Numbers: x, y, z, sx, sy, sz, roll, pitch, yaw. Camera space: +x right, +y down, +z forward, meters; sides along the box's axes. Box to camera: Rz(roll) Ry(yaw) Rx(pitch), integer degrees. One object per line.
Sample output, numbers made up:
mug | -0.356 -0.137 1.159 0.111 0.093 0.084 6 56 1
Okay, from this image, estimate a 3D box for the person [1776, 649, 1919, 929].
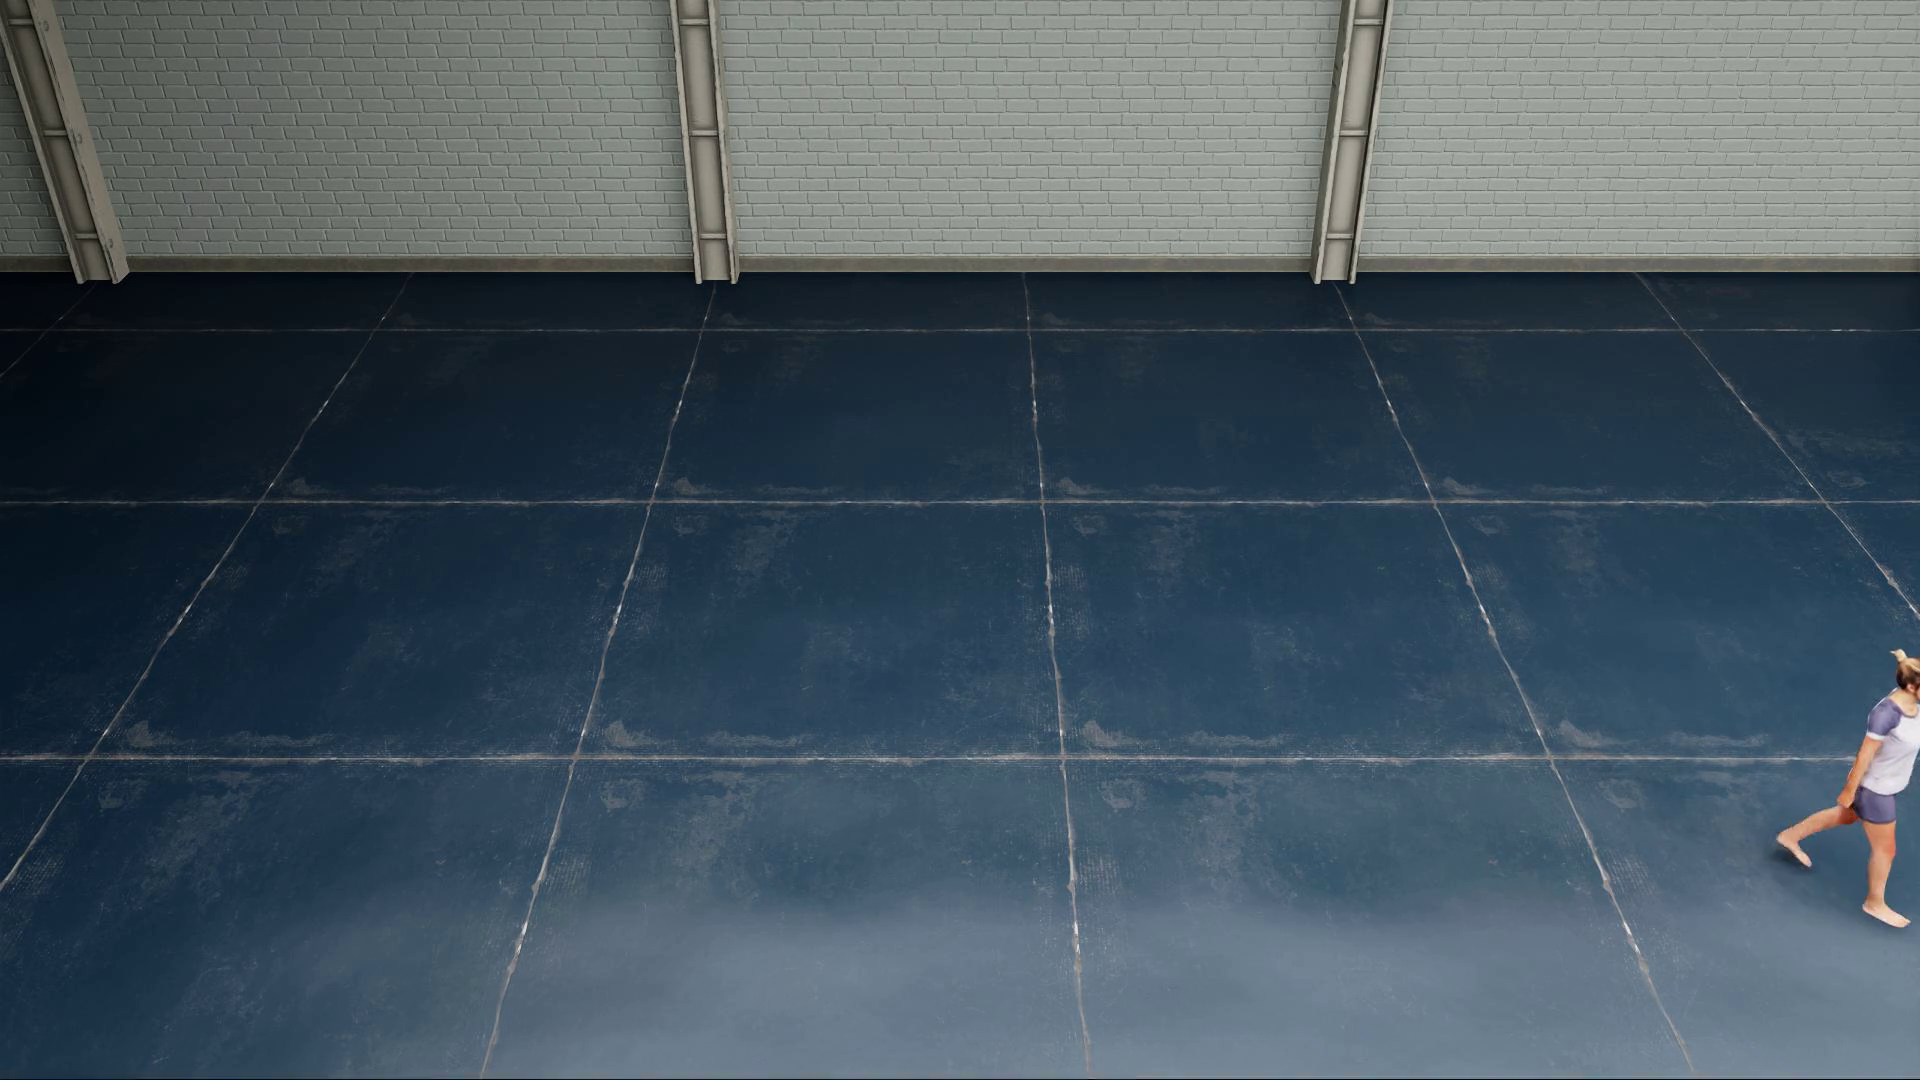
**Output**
person | 4.830 1.259 8.897 0.990 1.586 1.038 -27 42 -35
